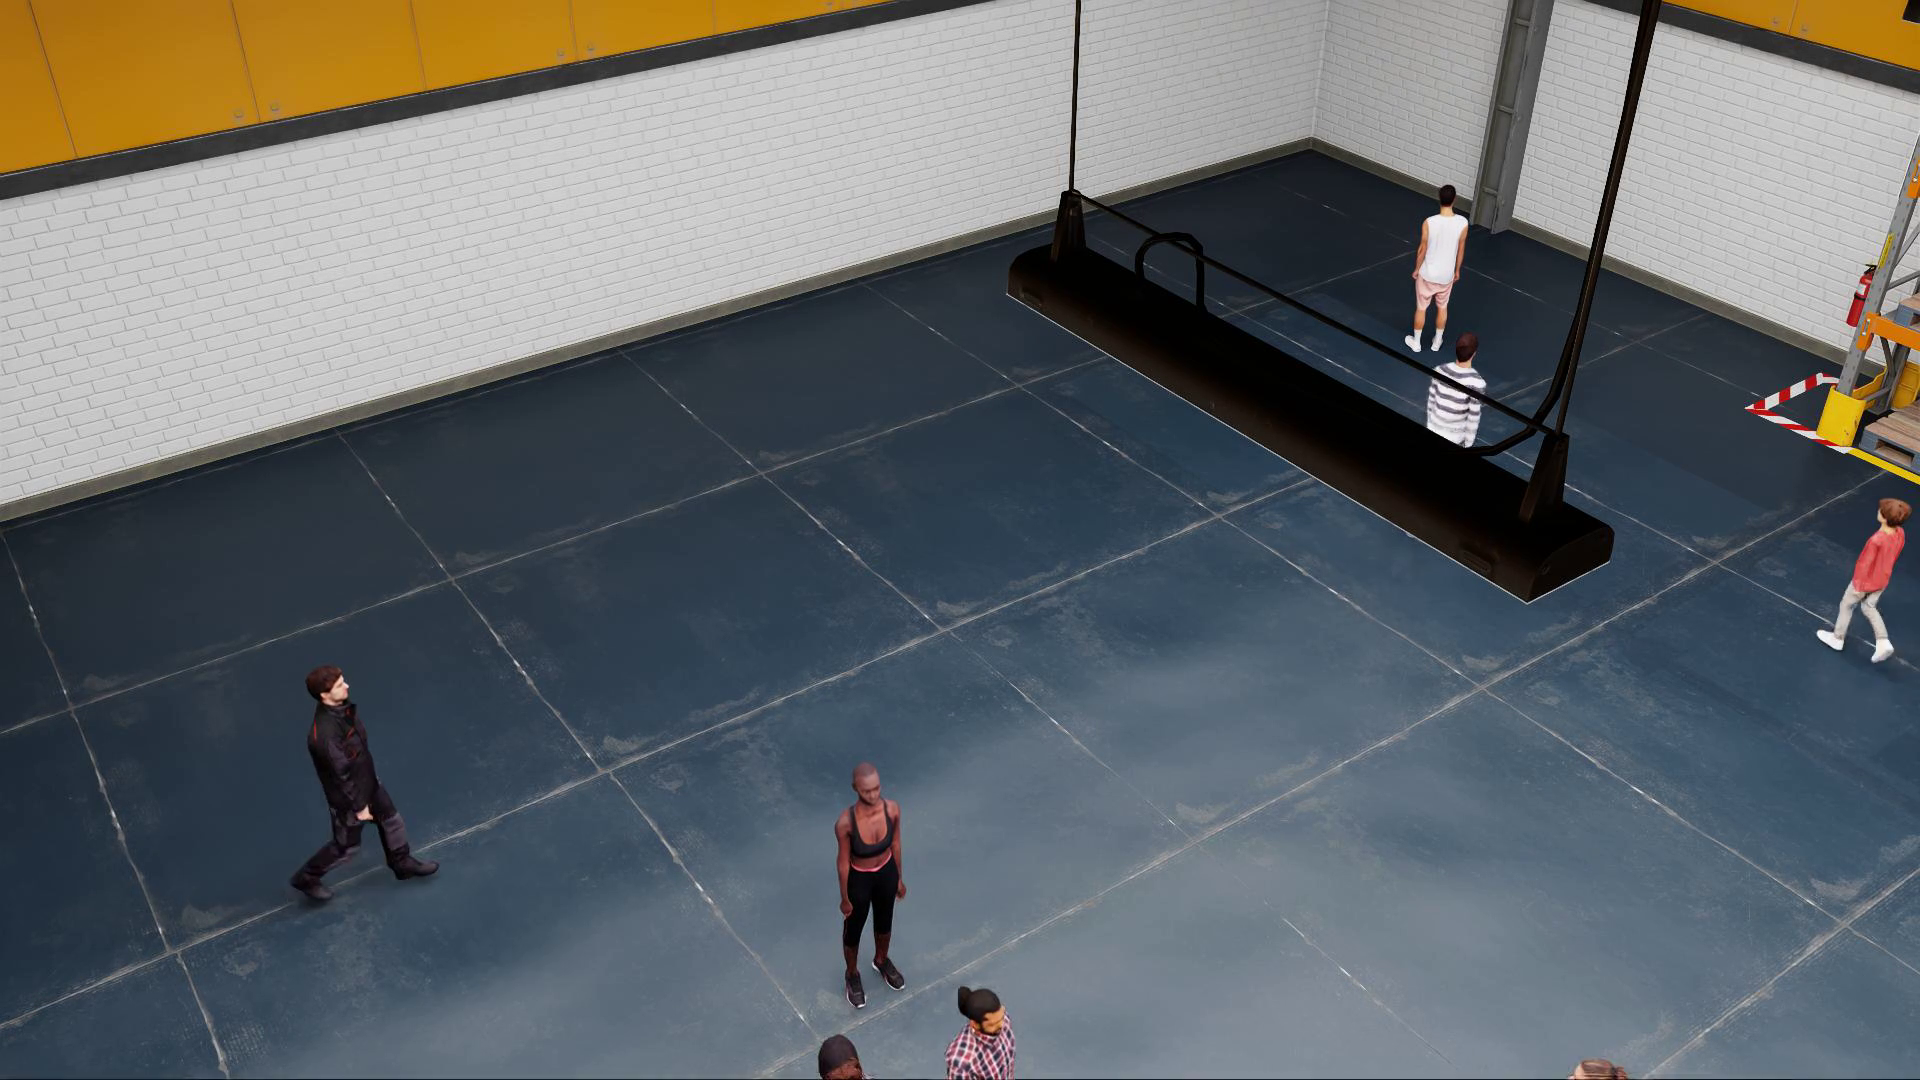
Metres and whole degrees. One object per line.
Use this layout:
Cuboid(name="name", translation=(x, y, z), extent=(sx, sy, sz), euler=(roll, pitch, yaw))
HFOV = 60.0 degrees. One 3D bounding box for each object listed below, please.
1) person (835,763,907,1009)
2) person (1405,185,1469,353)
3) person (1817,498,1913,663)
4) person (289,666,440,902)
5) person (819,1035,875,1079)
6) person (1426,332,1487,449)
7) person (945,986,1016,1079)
Cuboid(name="person", translation=(-0.544, 2.023, 9.962), extent=(0.602, 1.757, 0.568), euler=(-16, 37, -23))
Cuboid(name="person", translation=(4.927, -2.785, 17.174), extent=(0.735, 1.781, 0.765), euler=(1, 34, 1))
Cuboid(name="person", translation=(7.090, 0.328, 12.831), extent=(0.635, 1.404, 0.851), euler=(-13, 36, -18))
Cuboid(name="person", translation=(-3.962, 1.593, 10.565), extent=(1.125, 1.805, 1.201), euler=(-3, 34, -5))
Cuboid(name="person", translation=(-0.546, 3.179, 8.275), extent=(0.583, 1.699, 0.644), euler=(-24, 40, -31))
Cuboid(name="person", translation=(4.135, -0.861, 14.263), extent=(1.192, 1.800, 0.994), euler=(22, 40, 30))
Cuboid(name="person", translation=(0.028, 2.916, 8.634), extent=(1.098, 1.740, 0.928), euler=(18, 38, 25))
